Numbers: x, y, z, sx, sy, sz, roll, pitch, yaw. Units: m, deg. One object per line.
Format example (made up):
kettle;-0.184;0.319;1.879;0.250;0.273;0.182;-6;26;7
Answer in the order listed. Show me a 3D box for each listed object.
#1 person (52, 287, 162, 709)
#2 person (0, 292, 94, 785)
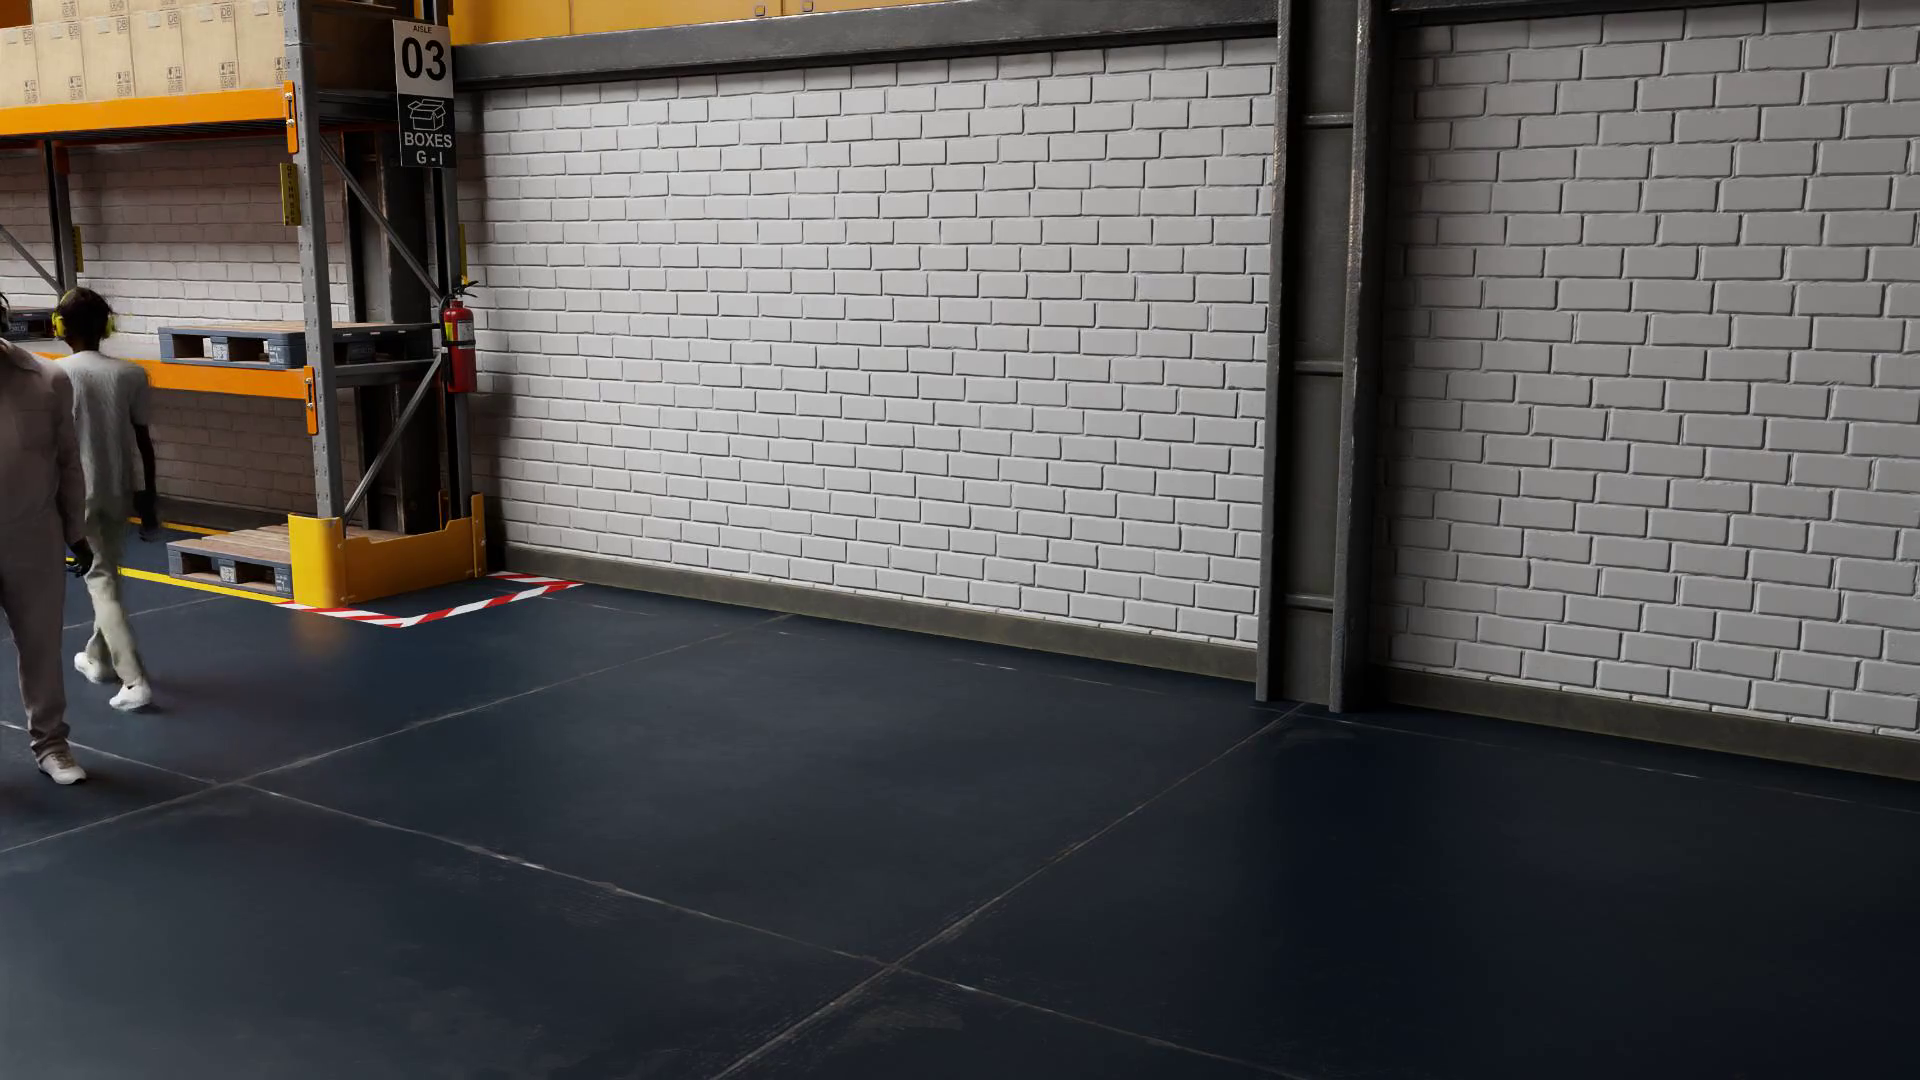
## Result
person;-3.818;-0.188;7.296;0.968;1.824;0.539;9;13;40
person;-3.498;-0.005;6.031;0.652;1.906;0.402;-9;14;-41
